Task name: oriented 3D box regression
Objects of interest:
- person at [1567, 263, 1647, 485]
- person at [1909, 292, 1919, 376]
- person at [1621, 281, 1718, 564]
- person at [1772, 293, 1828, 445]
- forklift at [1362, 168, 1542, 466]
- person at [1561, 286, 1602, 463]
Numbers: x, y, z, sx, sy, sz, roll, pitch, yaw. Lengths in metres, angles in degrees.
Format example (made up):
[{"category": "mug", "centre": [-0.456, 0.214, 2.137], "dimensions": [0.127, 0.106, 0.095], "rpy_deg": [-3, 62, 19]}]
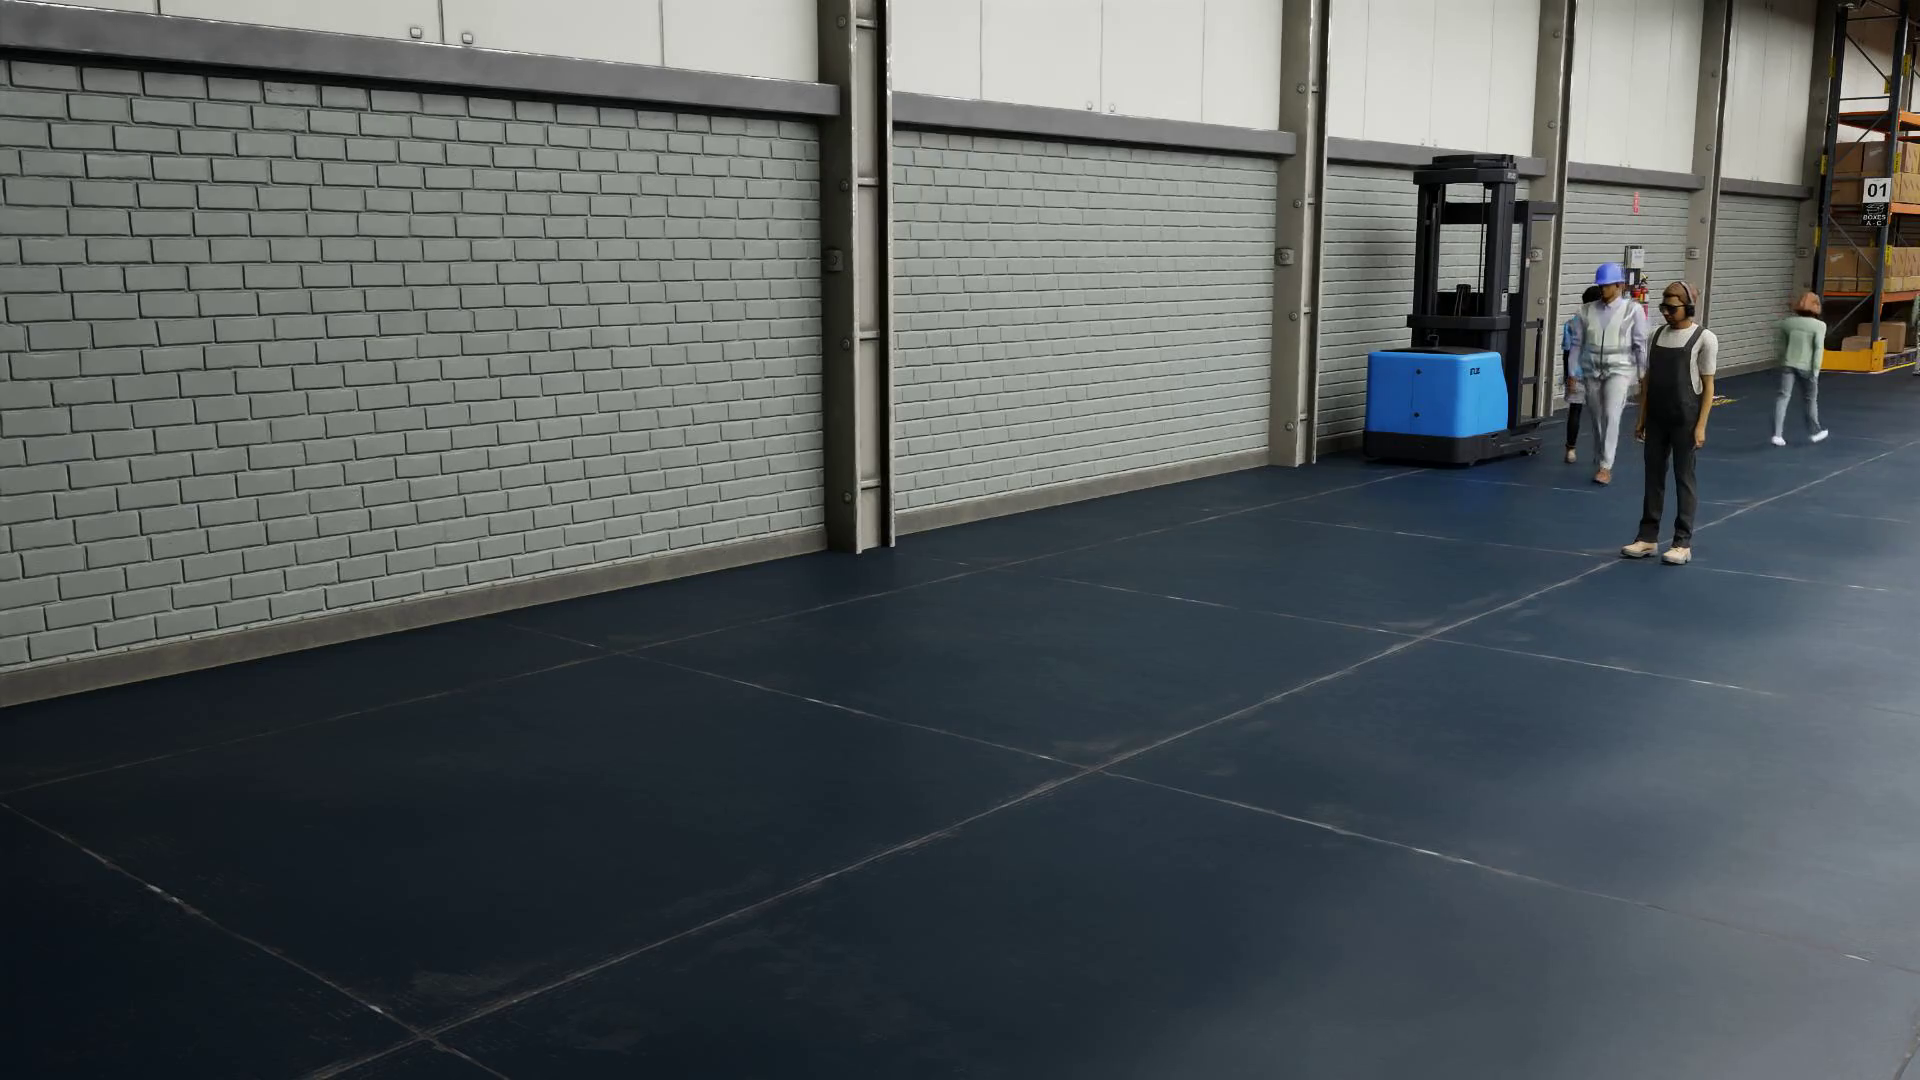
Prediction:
[{"category": "person", "centre": [5.589, -1.436, 14.482], "dimensions": [0.645, 1.912, 0.854], "rpy_deg": [8, 13, 39]}, {"category": "person", "centre": [15.646, -3.465, 26.847], "dimensions": [0.568, 1.629, 0.375], "rpy_deg": [3, 10, 16]}, {"category": "person", "centre": [4.682, -0.773, 10.938], "dimensions": [0.344, 1.839, 0.504], "rpy_deg": [-7, 12, -33]}, {"category": "person", "centre": [8.822, -1.792, 17.439], "dimensions": [0.851, 1.586, 0.518], "rpy_deg": [-7, 12, -36]}, {"category": "forklift", "centre": [4.875, -2.212, 16.287], "dimensions": [1.129, 2.768, 1.873], "rpy_deg": [8, 13, 40]}, {"category": "person", "centre": [6.052, -1.587, 15.972], "dimensions": [0.538, 1.696, 0.317], "rpy_deg": [6, 12, 30]}]
